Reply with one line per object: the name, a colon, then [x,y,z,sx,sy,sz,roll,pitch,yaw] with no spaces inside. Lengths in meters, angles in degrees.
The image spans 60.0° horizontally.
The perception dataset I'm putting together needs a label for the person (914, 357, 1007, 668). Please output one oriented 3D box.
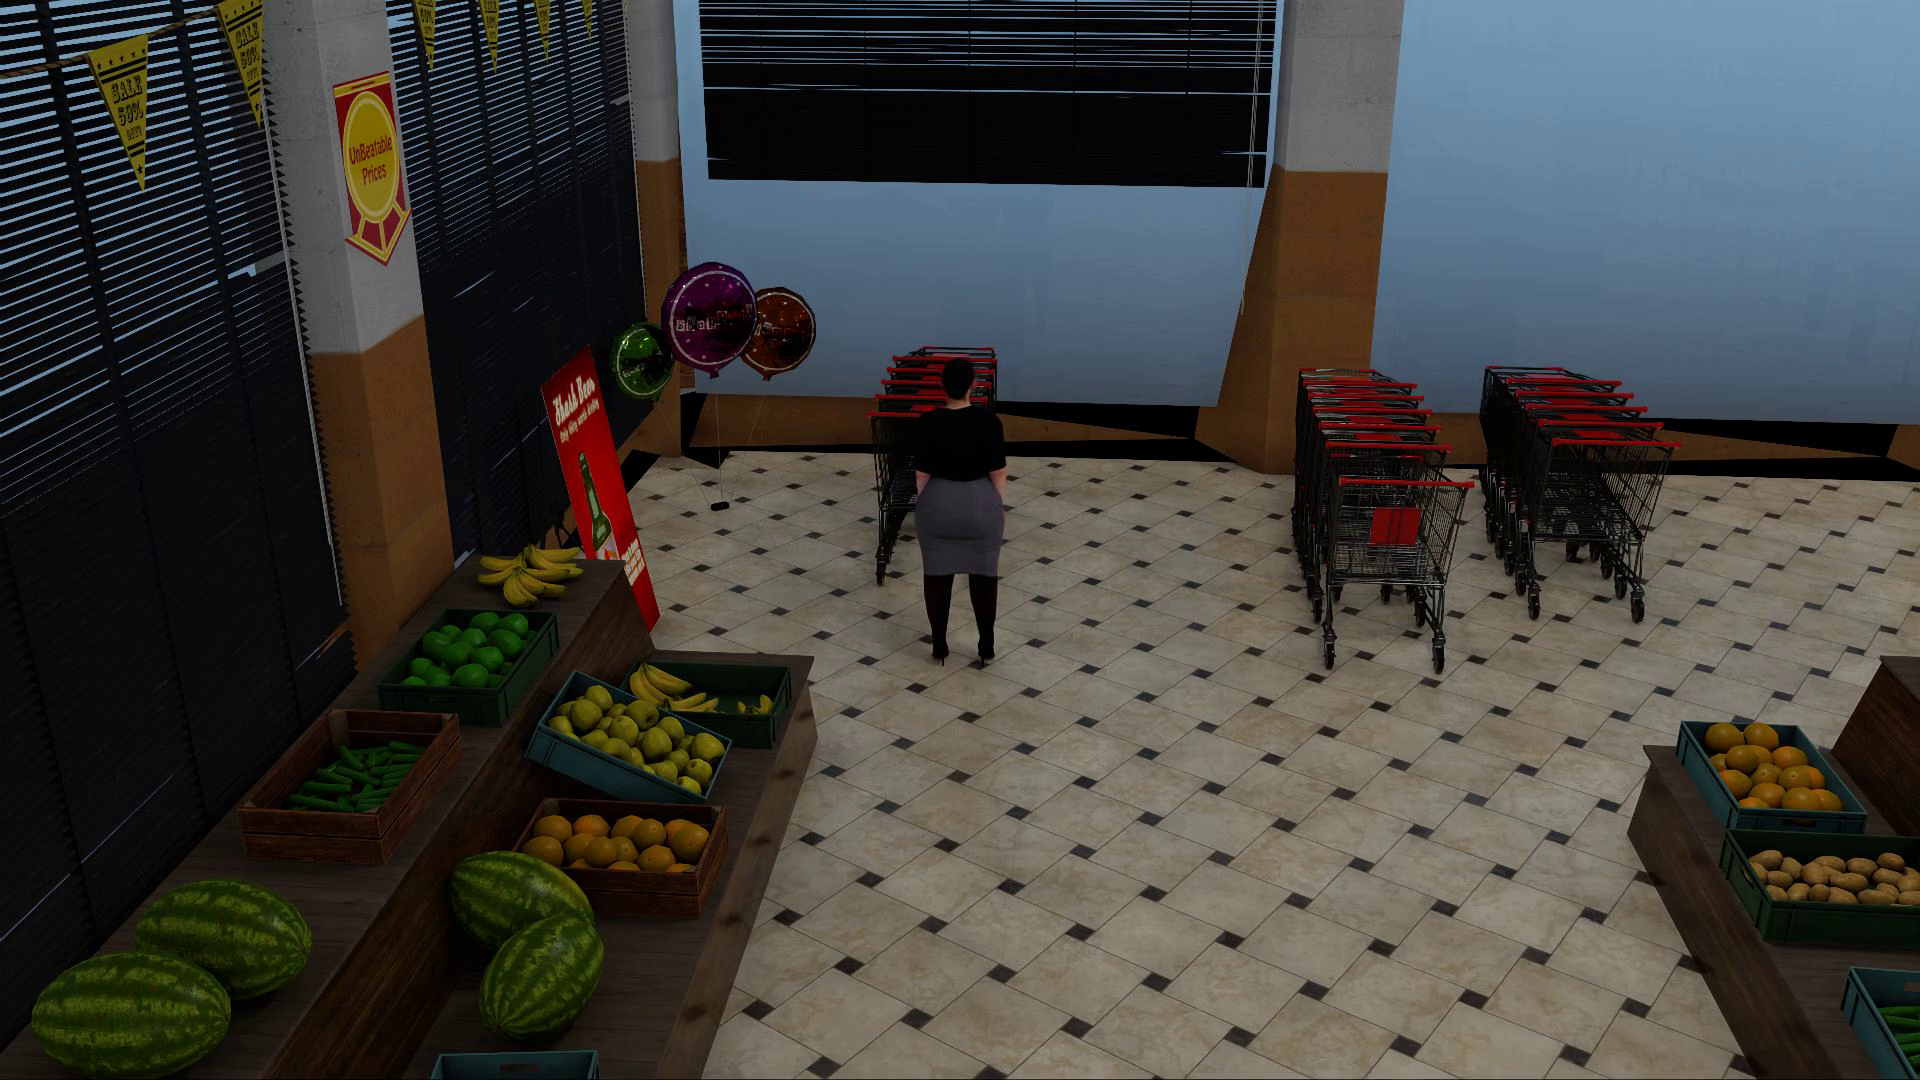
person: [0.002,-0.139,9.112,0.646,1.757,0.595,2,22,5]
